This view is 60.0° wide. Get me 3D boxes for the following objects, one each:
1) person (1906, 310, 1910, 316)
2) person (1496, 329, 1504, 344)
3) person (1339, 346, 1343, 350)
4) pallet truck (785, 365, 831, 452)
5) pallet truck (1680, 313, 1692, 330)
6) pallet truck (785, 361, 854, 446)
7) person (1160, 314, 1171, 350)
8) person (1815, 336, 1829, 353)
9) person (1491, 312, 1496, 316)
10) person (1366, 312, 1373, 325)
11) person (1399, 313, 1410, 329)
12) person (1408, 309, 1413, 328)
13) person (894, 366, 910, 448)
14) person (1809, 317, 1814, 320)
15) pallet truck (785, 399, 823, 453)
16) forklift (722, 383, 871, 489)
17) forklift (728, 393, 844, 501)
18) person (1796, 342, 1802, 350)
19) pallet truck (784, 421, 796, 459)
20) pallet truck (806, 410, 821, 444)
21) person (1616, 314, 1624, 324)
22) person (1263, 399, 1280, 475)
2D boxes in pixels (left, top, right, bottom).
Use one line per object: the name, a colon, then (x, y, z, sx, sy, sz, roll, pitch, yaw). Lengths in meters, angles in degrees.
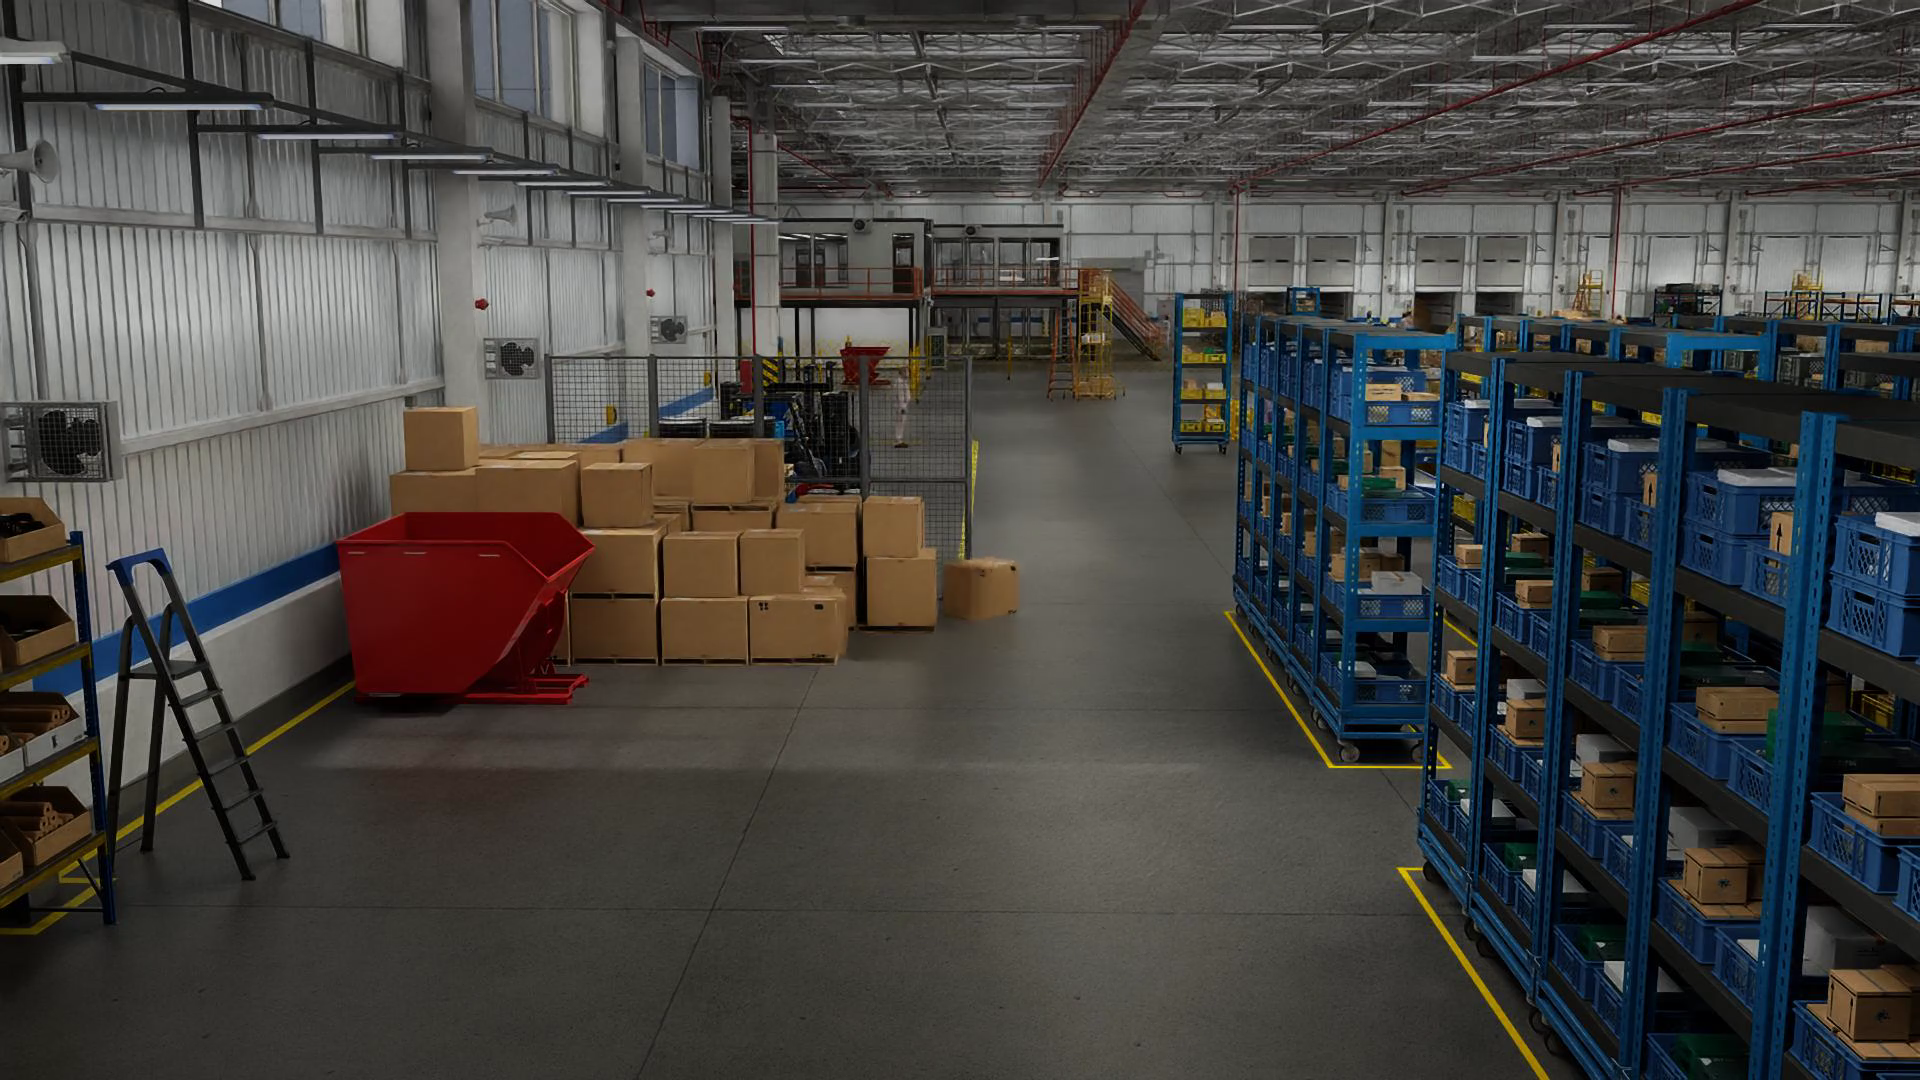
person: (52.878, -11.885, 92.850, 0.721, 1.905, 0.564, -4, 10, -26)
person: (21.707, -7.739, 67.206, 0.548, 1.937, 0.358, 5, 11, 29)
person: (15.043, -7.428, 65.514, 0.329, 1.865, 0.512, -2, 9, -12)
pallet truck: (-3.774, -2.976, 37.635, 1.885, 1.965, 0.823, 1, 9, 5)
pallet truck: (36.315, -10.531, 84.244, 0.823, 1.965, 1.885, -6, 11, -33)
pallet truck: (-3.410, -3.193, 38.978, 1.885, 1.965, 0.823, 0, 9, -1)
person: (10.579, -10.665, 85.448, 0.645, 1.871, 0.598, -3, 10, -21)
person: (34.215, -7.495, 65.963, 0.555, 1.846, 0.767, 6, 11, 31)
person: (29.058, -11.513, 90.825, 0.491, 1.823, 0.643, 5, 11, 30)
person: (21.251, -10.865, 86.448, 0.382, 1.951, 0.605, -2, 9, -10)
person: (24.103, -11.385, 90.120, 0.621, 1.816, 0.839, -4, 10, -23)
person: (25.590, -12.173, 94.624, 0.397, 1.919, 0.585, 5, 11, 30)
person: (-1.333, -3.099, 38.711, 0.401, 1.900, 0.647, 1, 9, 4)
person: (41.287, -9.941, 80.999, 0.625, 1.869, 1.005, -1, 9, -7)
pallet truck: (-3.814, -2.432, 36.419, 1.630, 1.274, 0.653, 0, 9, 1)
forklift: (-2.893, -1.687, 28.729, 2.680, 1.987, 1.157, 0, 9, -1)
forklift: (-2.979, -1.316, 26.476, 2.680, 1.987, 1.157, 0, 9, 1)
person: (29.522, -6.170, 58.542, 0.731, 1.606, 0.501, 1, 9, 5)
pallet truck: (-4.013, -1.793, 32.705, 1.601, 1.201, 0.680, 0, 9, 1)
pallet truck: (-3.559, -2.018, 33.905, 1.522, 1.261, 0.704, 0, 9, -1)
person: (33.276, -10.479, 84.234, 0.902, 1.913, 0.637, -6, 11, -34)
person: (6.291, -2.314, 33.451, 0.402, 2.033, 0.605, 2, 9, 12)
